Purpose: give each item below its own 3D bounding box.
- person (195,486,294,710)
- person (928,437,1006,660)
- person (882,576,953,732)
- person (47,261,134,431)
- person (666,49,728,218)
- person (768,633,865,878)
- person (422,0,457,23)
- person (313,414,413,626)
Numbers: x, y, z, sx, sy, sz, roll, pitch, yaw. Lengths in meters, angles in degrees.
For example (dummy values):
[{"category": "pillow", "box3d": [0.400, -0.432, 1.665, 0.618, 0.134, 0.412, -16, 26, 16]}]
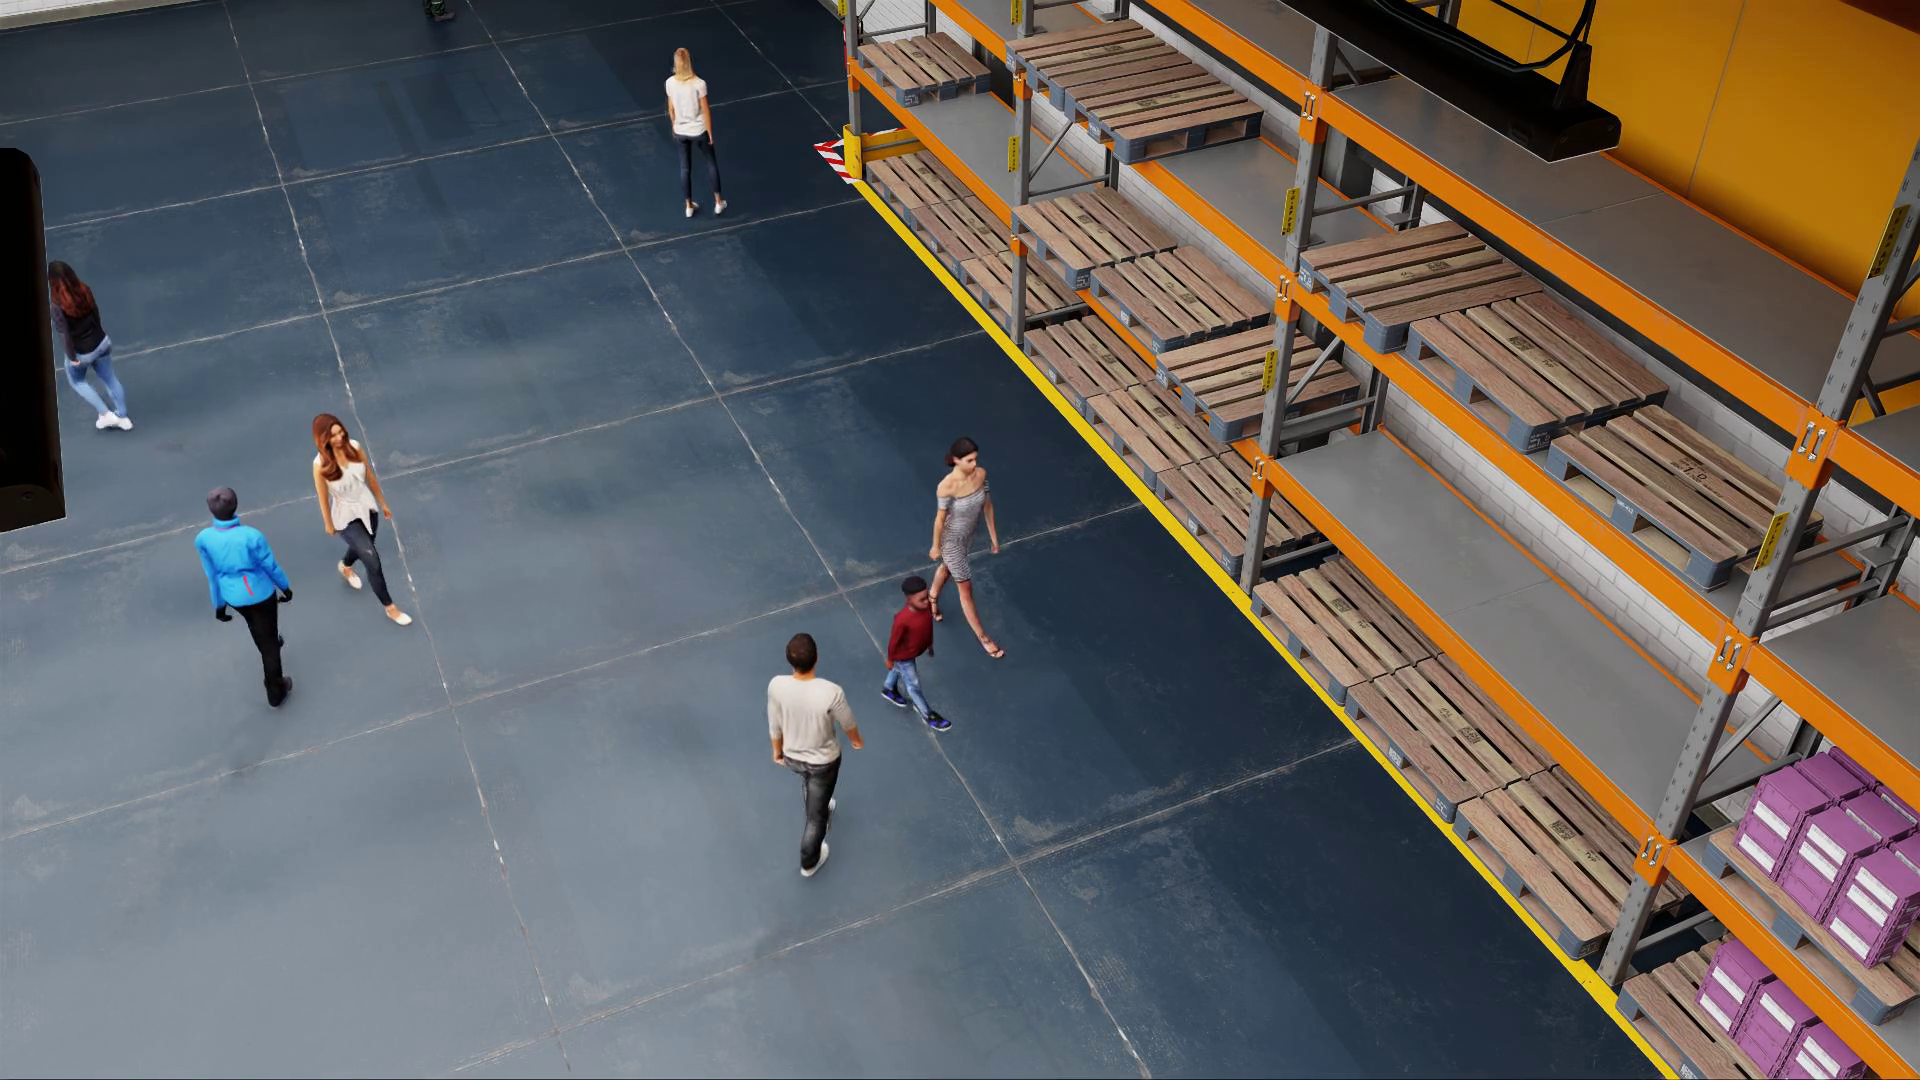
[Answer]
[{"category": "person", "box3d": [-4.889, 0.447, 11.383, 0.854, 1.770, 1.020, -2, 39, -2]}, {"category": "person", "box3d": [-0.068, -0.024, 11.971, 0.857, 1.772, 1.169, -32, 48, -33]}, {"category": "person", "box3d": [-0.407, 0.727, 11.475, 0.956, 1.216, 0.786, 24, 45, 27]}, {"category": "person", "box3d": [-7.327, -1.613, 14.080, 0.801, 1.622, 0.750, 15, 41, 17]}, {"category": "person", "box3d": [-2.795, -4.167, 17.133, 0.742, 1.803, 0.760, 8, 39, 10]}, {"category": "person", "box3d": [-0.942, 1.381, 10.201, 0.959, 1.784, 1.023, 13, 40, 16]}, {"category": "person", "box3d": [-6.917, -7.654, 21.472, 0.813, 1.837, 0.644, -31, 48, -32]}, {"category": "person", "box3d": [-4.504, -0.213, 12.223, 1.158, 1.752, 0.970, 20, 43, 23]}]
